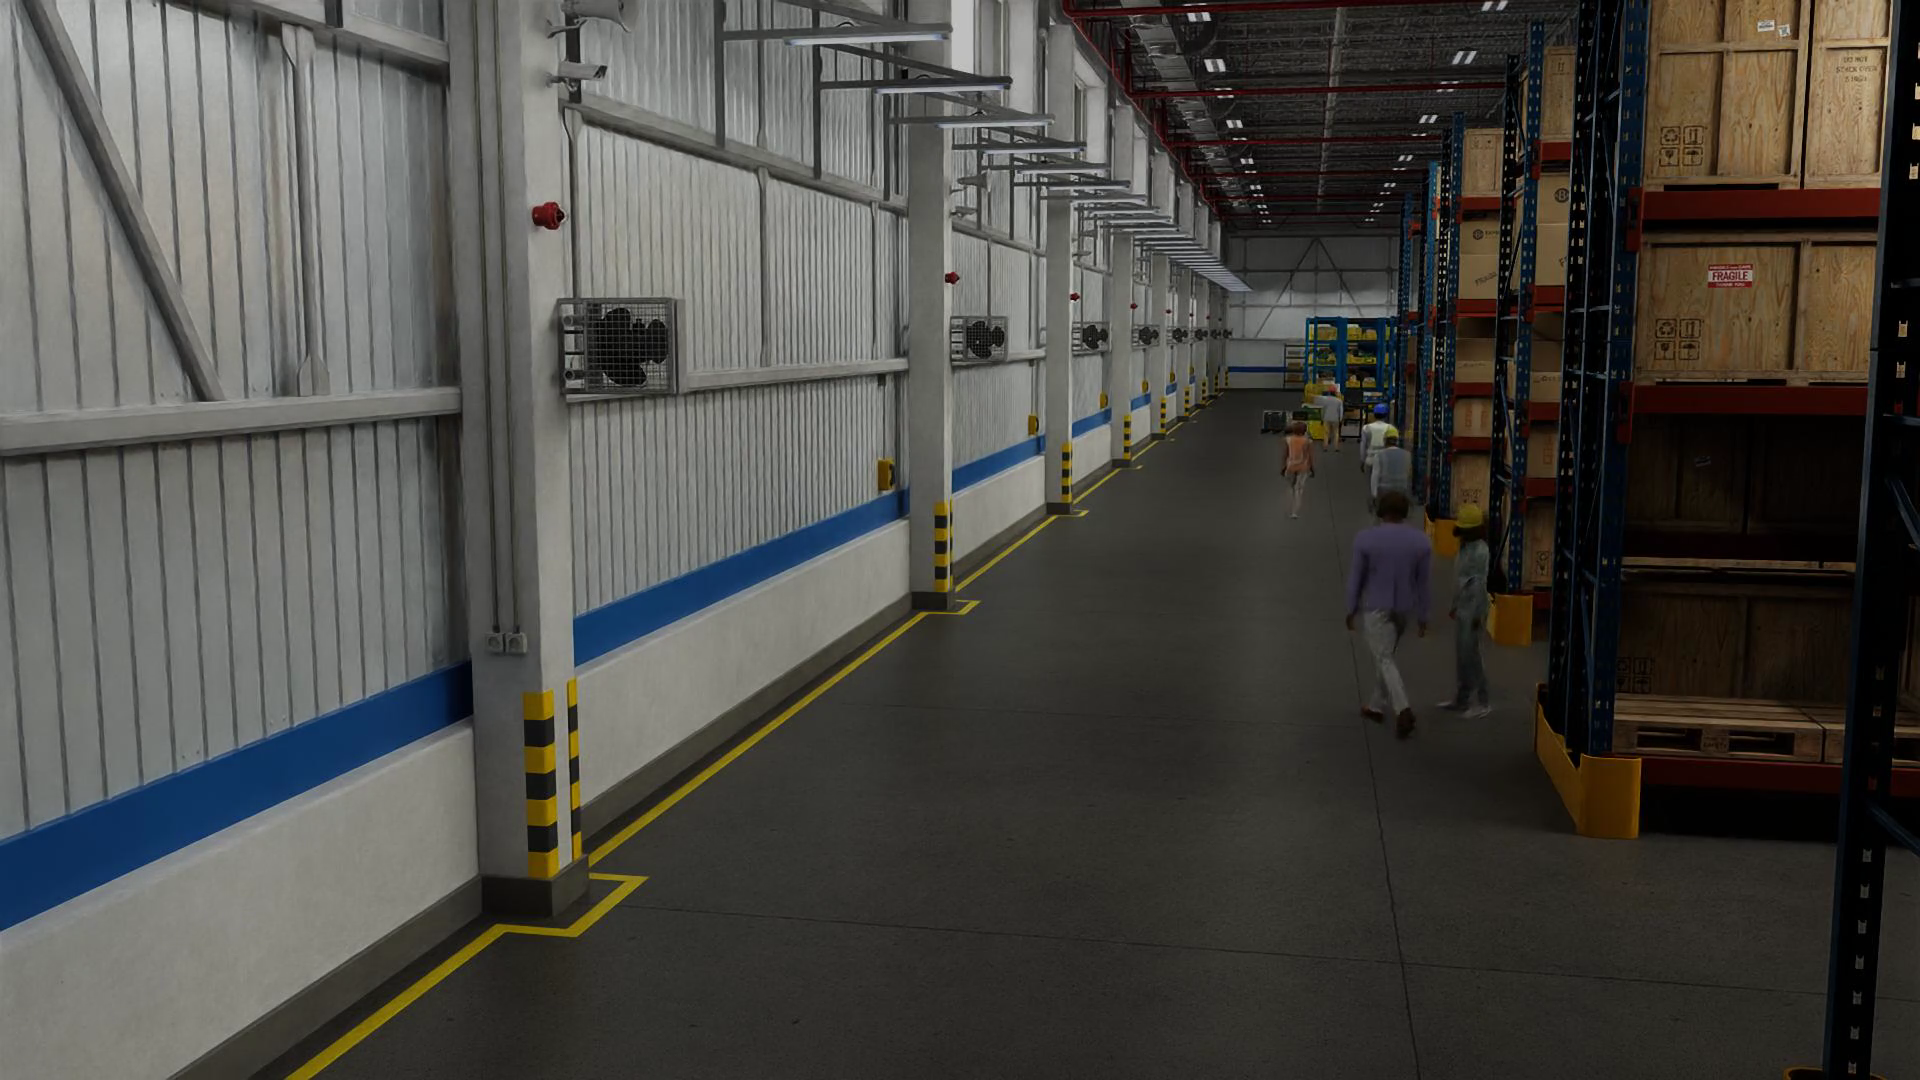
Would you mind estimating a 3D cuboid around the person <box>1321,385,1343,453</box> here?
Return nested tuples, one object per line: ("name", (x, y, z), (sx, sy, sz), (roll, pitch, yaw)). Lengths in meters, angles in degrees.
("person", (9.591, -3.125, 42.881), (0.573, 1.748, 0.342), (2, 7, 16))

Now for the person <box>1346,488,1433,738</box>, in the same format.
("person", (3.353, 0.554, 12.866), (0.631, 1.912, 0.944), (-2, 7, -12))

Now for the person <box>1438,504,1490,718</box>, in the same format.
("person", (4.099, 0.566, 13.437), (0.351, 1.730, 0.567), (0, 7, -3))

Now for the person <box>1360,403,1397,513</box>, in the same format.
("person", (7.096, -1.358, 28.144), (0.627, 1.910, 0.971), (1, 7, 9))

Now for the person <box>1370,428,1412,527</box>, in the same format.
("person", (5.920, -0.660, 23.033), (0.591, 1.773, 0.958), (-1, 7, -6))

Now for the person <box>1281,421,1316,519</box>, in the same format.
("person", (5.693, -1.175, 27.799), (0.545, 1.604, 0.790), (4, 8, 31))
